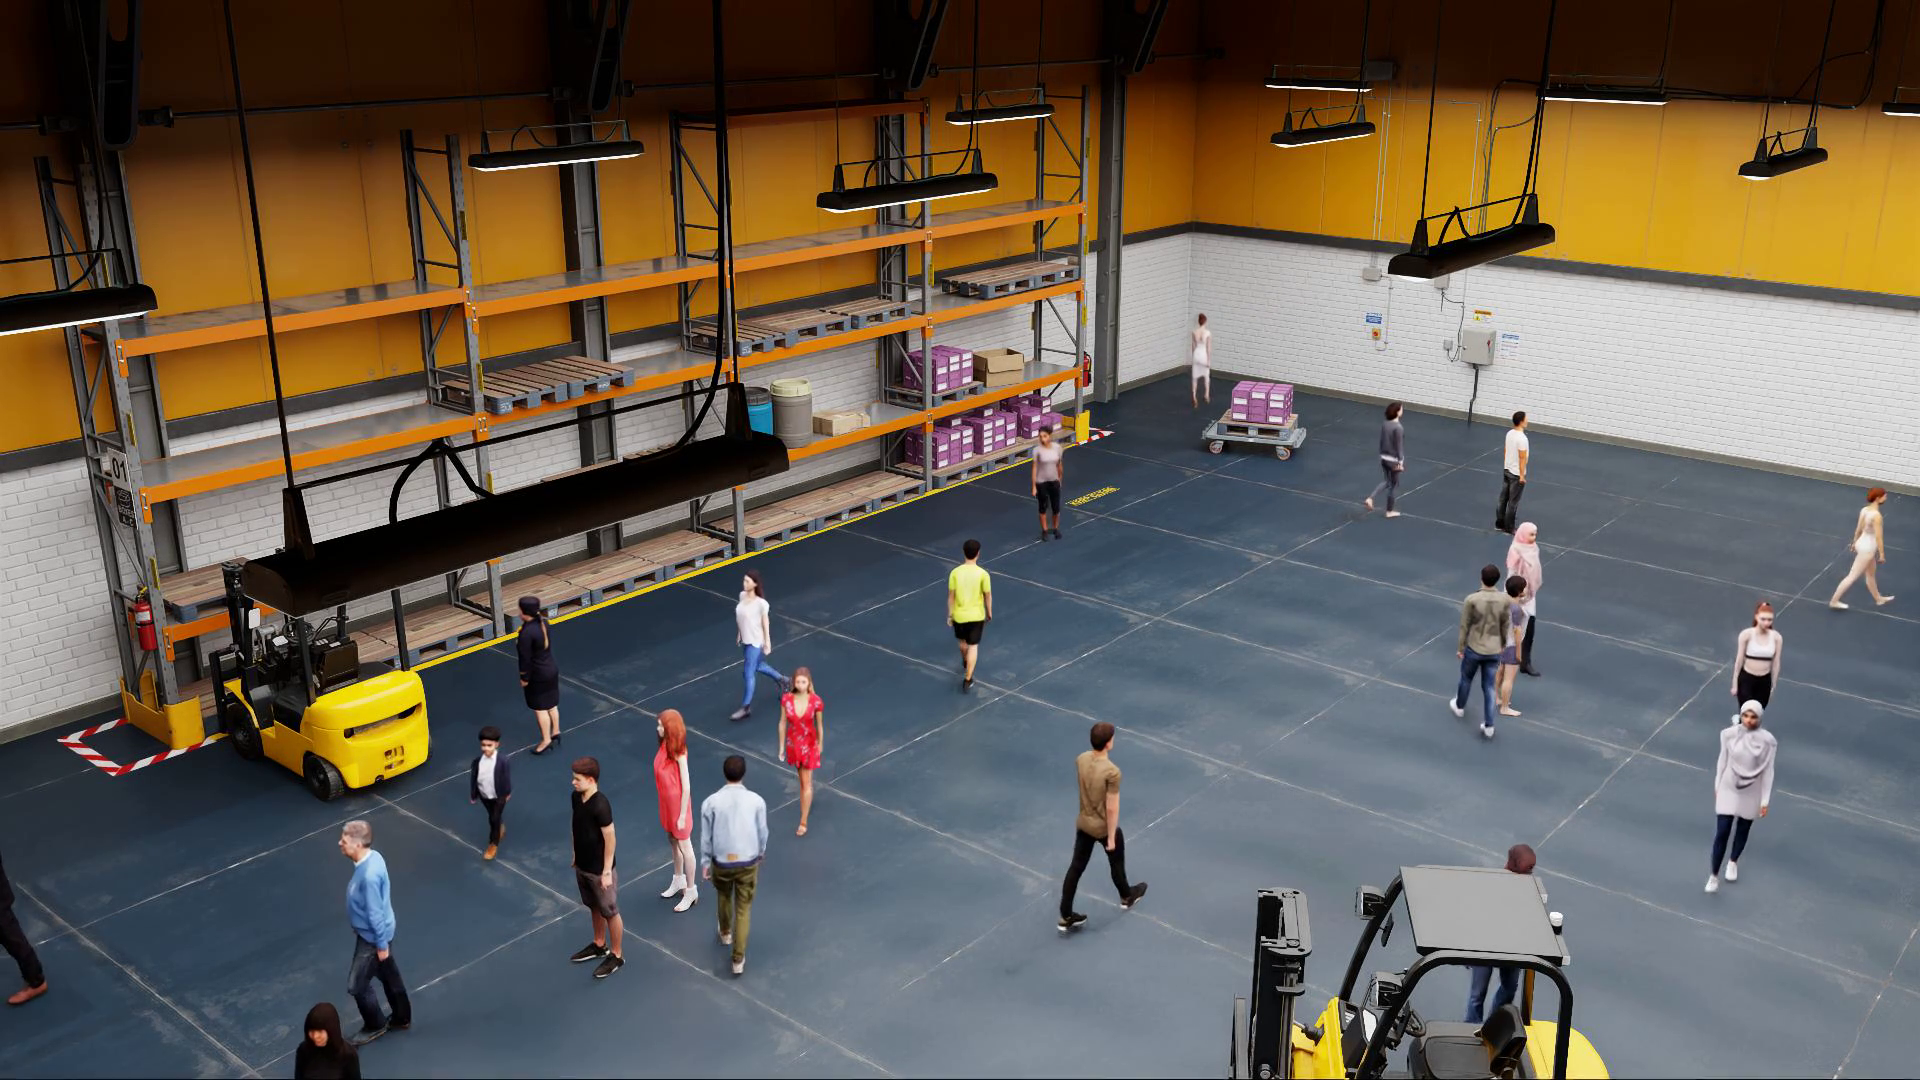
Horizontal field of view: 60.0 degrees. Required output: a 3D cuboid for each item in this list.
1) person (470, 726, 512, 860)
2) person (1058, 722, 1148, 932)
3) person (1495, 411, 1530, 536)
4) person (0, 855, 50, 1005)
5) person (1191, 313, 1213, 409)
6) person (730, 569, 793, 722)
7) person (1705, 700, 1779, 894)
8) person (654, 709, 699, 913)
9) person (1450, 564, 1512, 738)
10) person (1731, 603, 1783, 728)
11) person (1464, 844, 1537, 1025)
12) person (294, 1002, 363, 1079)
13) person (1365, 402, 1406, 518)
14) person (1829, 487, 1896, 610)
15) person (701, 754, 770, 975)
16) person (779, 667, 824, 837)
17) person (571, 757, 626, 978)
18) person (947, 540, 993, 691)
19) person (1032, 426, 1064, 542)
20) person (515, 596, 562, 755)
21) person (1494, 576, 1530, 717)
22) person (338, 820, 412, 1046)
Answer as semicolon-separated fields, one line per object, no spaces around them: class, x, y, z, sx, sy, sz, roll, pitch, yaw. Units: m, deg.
person;-4.285;2.268;15.274;0.741;1.198;0.900;3;19;9
person;1.073;2.420;13.873;1.255;1.804;0.814;-15;24;-38
person;7.979;-0.980;23.969;0.750;1.804;0.713;-3;19;-10
person;-7.376;2.749;12.822;0.745;1.851;0.953;16;25;40
person;4.423;-3.303;30.924;0.679;1.768;0.924;10;21;26
person;-2.162;1.107;17.997;1.130;1.659;0.758;-15;24;-37
person;6.877;2.201;14.608;0.750;1.749;1.027;9;21;26
person;-2.426;2.287;14.231;0.602;1.828;0.643;-12;22;-31
person;5.534;1.190;17.490;1.117;1.826;1.199;-1;19;-2
person;8.023;1.452;16.870;0.907;1.726;1.076;3;19;8
person;3.908;2.997;12.279;0.846;1.728;0.980;0;19;-1
person;-3.968;3.618;10.632;0.931;1.602;1.143;3;19;9
person;6.320;-1.169;24.607;0.917;1.755;0.811;-8;20;-21
person;11.324;0.147;20.949;1.035;1.595;1.059;1;19;3
person;-1.798;2.627;13.293;1.030;1.780;1.090;-2;19;-5
person;-1.480;1.920;15.755;0.920;1.551;1.153;3;19;9
person;-2.907;2.579;13.310;0.600;1.861;0.704;-17;25;-41
person;0.099;0.876;18.693;0.980;1.654;1.184;3;19;10
person;1.249;-0.807;23.598;0.776;1.713;0.839;-7;20;-19
person;-4.337;1.384;17.161;0.868;1.668;0.748;4;19;11
person;5.986;1.122;18.100;0.703;1.566;0.644;-2;19;-5
person;-4.301;2.902;12.449;0.859;1.800;0.817;-8;20;-22
